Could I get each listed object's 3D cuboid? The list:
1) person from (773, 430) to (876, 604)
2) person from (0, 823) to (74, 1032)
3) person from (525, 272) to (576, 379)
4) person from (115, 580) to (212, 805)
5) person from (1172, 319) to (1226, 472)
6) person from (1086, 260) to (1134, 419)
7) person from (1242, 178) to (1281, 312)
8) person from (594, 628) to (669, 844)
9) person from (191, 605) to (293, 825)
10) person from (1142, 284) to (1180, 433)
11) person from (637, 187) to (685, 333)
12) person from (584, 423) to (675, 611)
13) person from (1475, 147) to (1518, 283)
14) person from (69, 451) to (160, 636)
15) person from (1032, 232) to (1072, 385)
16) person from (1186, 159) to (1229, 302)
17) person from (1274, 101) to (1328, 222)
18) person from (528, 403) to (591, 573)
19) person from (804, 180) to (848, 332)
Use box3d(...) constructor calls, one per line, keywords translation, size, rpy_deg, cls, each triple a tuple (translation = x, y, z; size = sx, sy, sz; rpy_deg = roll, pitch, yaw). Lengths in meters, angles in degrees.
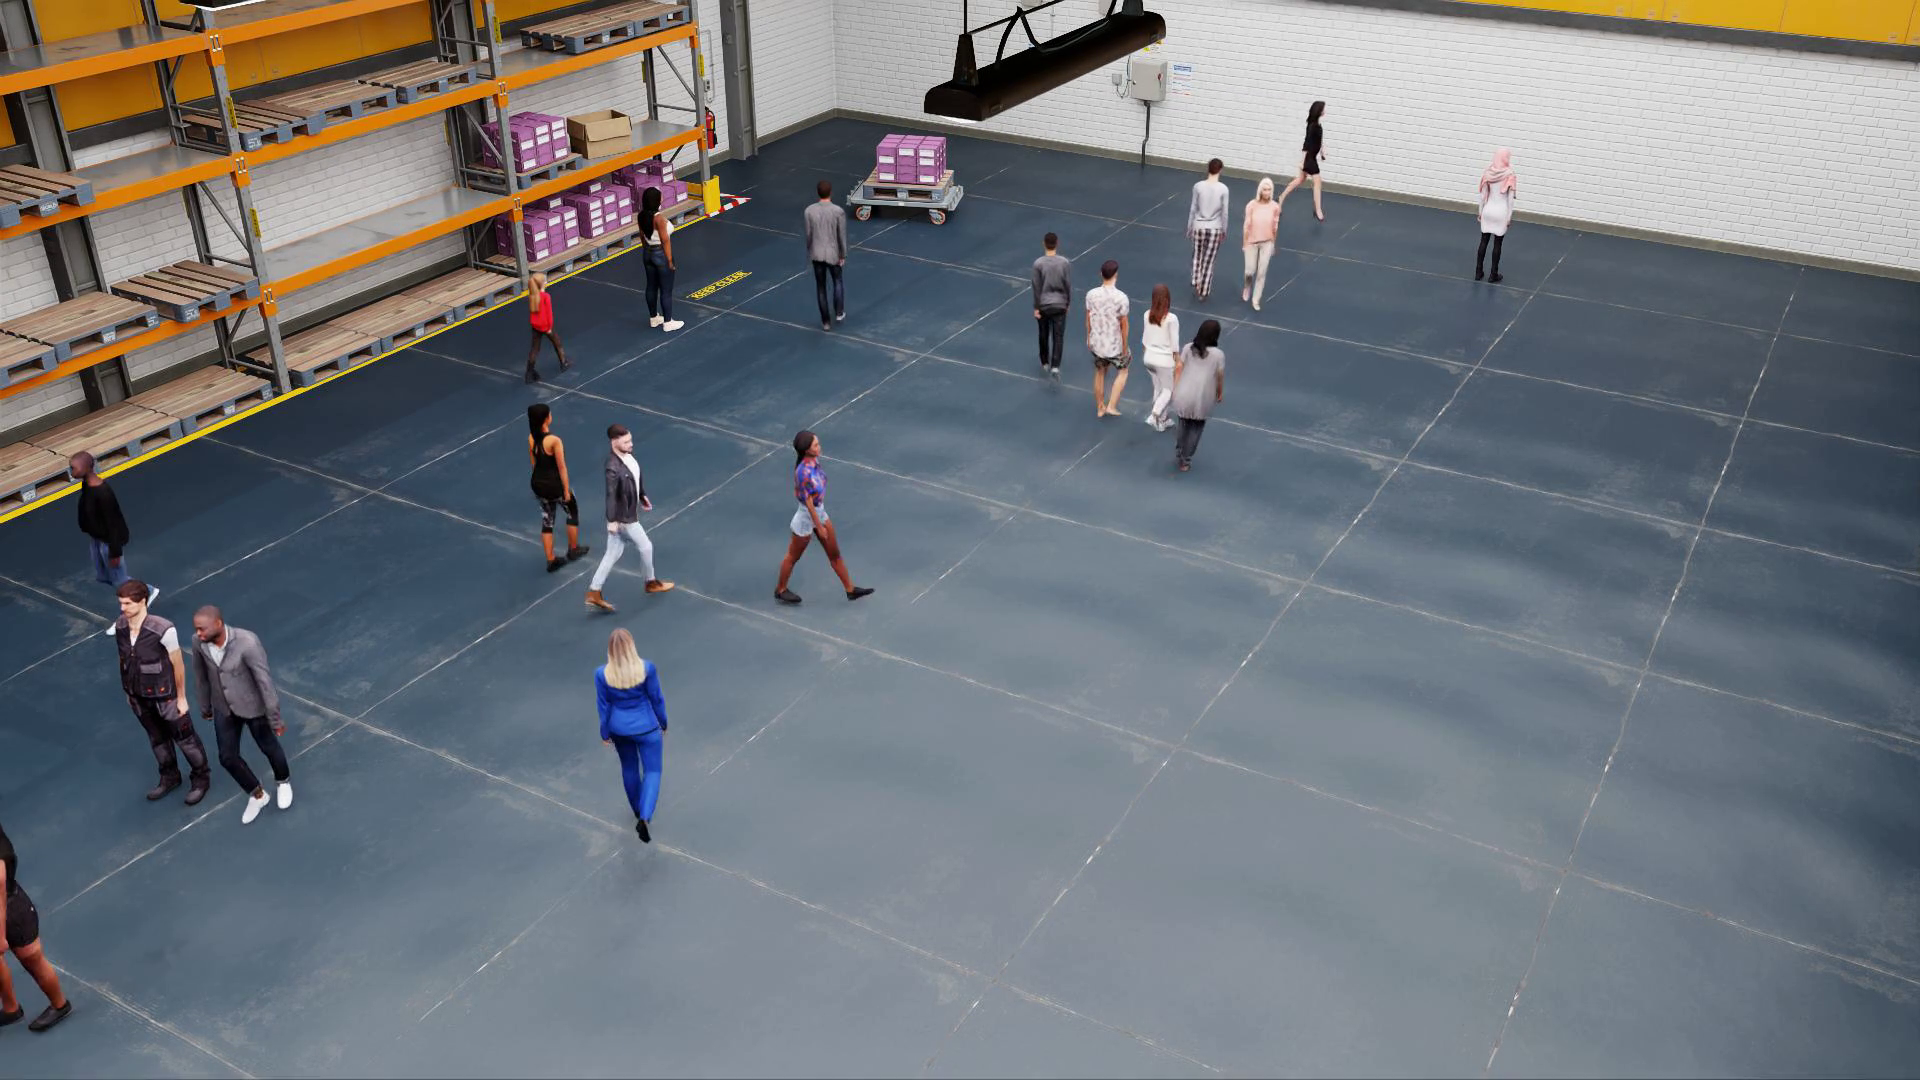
box3d(translation=(-1.419, -0.155, 14.703), size=(0.847, 1.694, 1.139), rpy_deg=(8, 30, 14), cls="person")
box3d(translation=(-5.750, 2.282, 10.199), size=(0.817, 1.729, 0.731), rpy_deg=(-24, 37, -37), cls="person")
box3d(translation=(-4.926, -2.484, 19.434), size=(0.504, 1.251, 0.908), rpy_deg=(15, 32, 25), cls="person")
box3d(translation=(-5.898, 1.103, 12.235), size=(0.715, 1.848, 0.670), rpy_deg=(7, 29, 12), cls="person")
box3d(translation=(2.409, -1.481, 17.269), size=(0.683, 1.563, 0.753), rpy_deg=(7, 29, 13), cls="person")
box3d(translation=(1.594, -2.159, 18.260), size=(0.675, 1.806, 0.606), rpy_deg=(16, 32, 26), cls="person")
box3d(translation=(3.842, -3.840, 21.432), size=(0.761, 1.719, 0.819), rpy_deg=(-1, 29, -1), cls="person")
box3d(translation=(-2.323, 1.408, 11.847), size=(0.931, 1.685, 1.075), rpy_deg=(-2, 29, -3), cls="person")
box3d(translation=(-5.208, 1.185, 12.150), size=(0.967, 1.786, 0.933), rpy_deg=(0, 29, 0), cls="person")
box3d(translation=(2.129, -1.910, 17.956), size=(0.709, 1.660, 0.824), rpy_deg=(23, 36, 36), cls="person")
box3d(translation=(-3.773, -3.509, 20.730), size=(0.684, 1.809, 0.661), rpy_deg=(23, 36, 35), cls="person")
box3d(translation=(-3.044, -0.182, 14.648), size=(1.125, 1.794, 1.040), rpy_deg=(-8, 30, -14), cls="person")
box3d(translation=(7.182, -4.363, 22.303), size=(0.659, 1.802, 0.626), rpy_deg=(21, 35, 33), cls="person")
box3d(translation=(-7.294, -0.012, 14.393), size=(0.674, 1.740, 0.799), rpy_deg=(22, 36, 35), cls="person")
box3d(translation=(1.073, -2.675, 19.280), size=(0.933, 1.735, 1.169), rpy_deg=(2, 29, 3), cls="person")
box3d(translation=(3.202, -4.001, 21.616), size=(0.783, 1.826, 0.929), rpy_deg=(8, 30, 14), cls="person")
box3d(translation=(5.085, -5.610, 24.632), size=(0.770, 1.761, 1.075), rpy_deg=(10, 30, 18), cls="person")
box3d(translation=(-3.816, -0.463, 15.314), size=(0.627, 1.649, 0.734), rpy_deg=(14, 31, 23), cls="person")
box3d(translation=(-1.671, -3.502, 20.676), size=(0.858, 1.851, 0.921), rpy_deg=(-1, 29, -1), cls="person")
